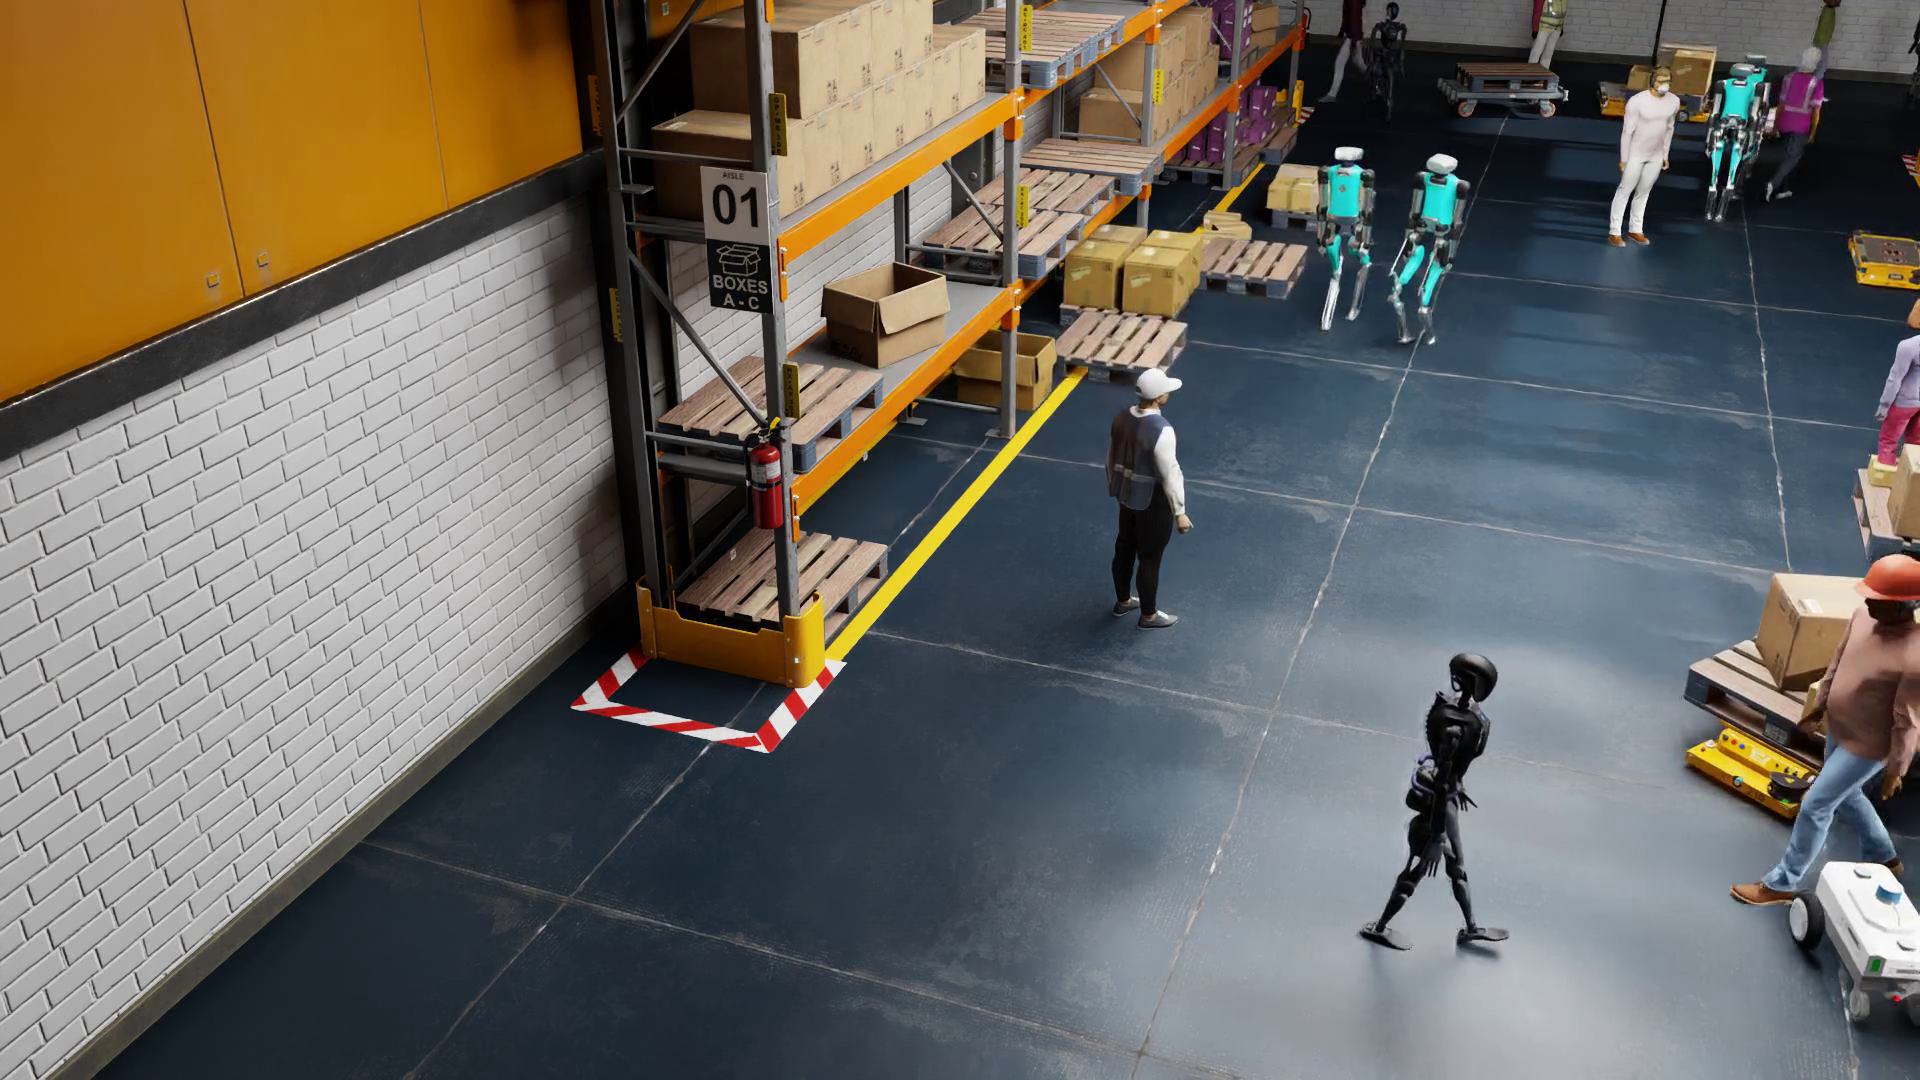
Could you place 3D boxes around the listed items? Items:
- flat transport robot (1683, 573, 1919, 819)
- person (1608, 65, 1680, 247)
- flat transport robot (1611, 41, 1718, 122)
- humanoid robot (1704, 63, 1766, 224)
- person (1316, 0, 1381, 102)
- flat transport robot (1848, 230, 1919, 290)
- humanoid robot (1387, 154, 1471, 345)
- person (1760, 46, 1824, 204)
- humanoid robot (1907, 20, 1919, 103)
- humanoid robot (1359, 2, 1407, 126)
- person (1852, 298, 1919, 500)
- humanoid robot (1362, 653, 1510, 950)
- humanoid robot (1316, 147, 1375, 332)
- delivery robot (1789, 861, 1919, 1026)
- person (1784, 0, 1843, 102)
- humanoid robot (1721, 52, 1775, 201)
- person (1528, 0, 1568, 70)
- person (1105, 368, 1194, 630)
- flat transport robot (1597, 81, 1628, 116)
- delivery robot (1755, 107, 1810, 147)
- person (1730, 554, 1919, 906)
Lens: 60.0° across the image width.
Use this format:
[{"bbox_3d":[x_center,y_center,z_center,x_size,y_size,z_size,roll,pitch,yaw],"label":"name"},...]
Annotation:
[{"bbox_3d":[4.905,1.141,9.537,1.431,0.231,0.659,-16,31,-28],"label":"flat transport robot"},{"bbox_3d":[7.399,-4.145,17.971,0.628,1.940,0.379,-6,28,-12],"label":"person"},{"bbox_3d":[10.022,-6.181,23.739,1.431,0.231,0.659,13,30,24],"label":"flat transport robot"},{"bbox_3d":[8.603,-4.391,18.684,0.553,1.803,0.710,14,31,26],"label":"humanoid robot"},{"bbox_3d":[5.753,-7.311,24.174,0.921,1.889,0.538,4,27,7],"label":"person"},{"bbox_3d":[9.741,-2.933,17.440,0.659,0.231,1.431,10,29,19],"label":"flat transport robot"},{"bbox_3d":[4.216,-2.579,15.163,0.551,1.801,0.793,22,34,36],"label":"humanoid robot"},{"bbox_3d":[9.733,-4.837,19.452,0.792,1.815,0.518,-18,32,-31],"label":"person"},{"bbox_3d":[14.204,-7.242,24.263,0.613,1.644,0.437,24,35,38],"label":"humanoid robot"},{"bbox_3d":[5.894,-6.637,23.142,0.585,1.632,0.769,-7,28,-13],"label":"humanoid robot"},{"bbox_3d":[6.956,-0.995,12.200,0.503,1.628,0.277,-8,28,-15],"label":"person"},{"bbox_3d":[2.307,1.263,7.783,0.704,1.635,0.610,12,30,22],"label":"humanoid robot"},{"bbox_3d":[3.690,-2.894,15.786,0.560,1.784,0.889,14,31,26],"label":"humanoid robot"},{"bbox_3d":[4.312,1.855,7.861,0.499,0.614,0.796,2,27,5],"label":"delivery robot"},{"bbox_3d":[12.570,-7.274,24.392,0.610,1.611,0.523,12,30,22],"label":"person"},{"bbox_3d":[9.201,-4.700,19.333,0.538,1.749,0.986,0,27,0],"label":"humanoid robot"},{"bbox_3d":[8.813,-7.659,24.894,0.632,1.839,0.429,-14,30,-25],"label":"person"},{"bbox_3d":[1.180,-0.262,10.633,0.437,1.759,0.761,-17,32,-30],"label":"person"},{"bbox_3d":[9.643,-6.406,24.176,0.659,0.231,1.431,8,28,14],"label":"flat transport robot"},{"bbox_3d":[10.940,-5.528,22.154,0.790,0.589,0.499,8,28,15],"label":"delivery robot"},{"bbox_3d":[4.406,0.944,8.098,0.898,1.962,0.614,1,27,3],"label":"person"}]
